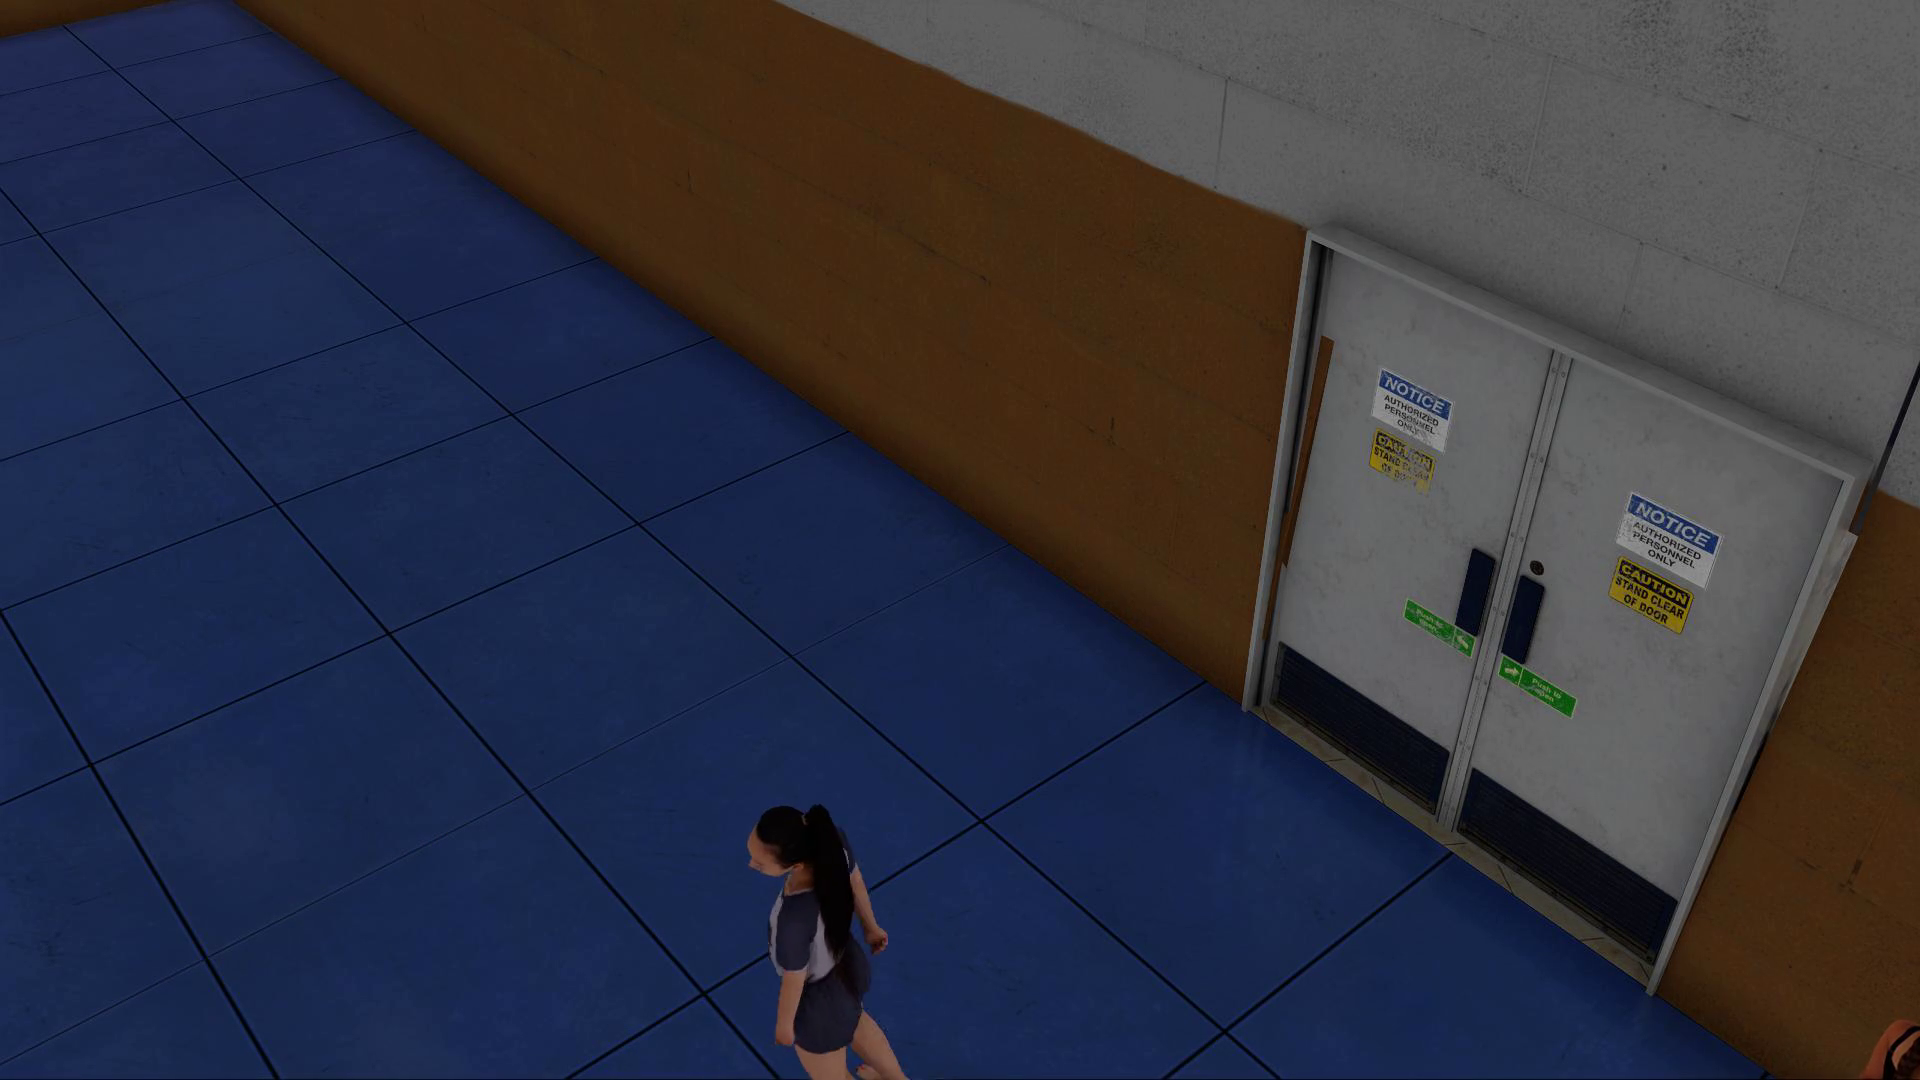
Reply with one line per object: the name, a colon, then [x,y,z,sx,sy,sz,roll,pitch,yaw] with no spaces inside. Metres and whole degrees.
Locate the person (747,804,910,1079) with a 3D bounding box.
person: [-0.342,1.362,5.110,0.859,1.619,0.754,19,41,23]
